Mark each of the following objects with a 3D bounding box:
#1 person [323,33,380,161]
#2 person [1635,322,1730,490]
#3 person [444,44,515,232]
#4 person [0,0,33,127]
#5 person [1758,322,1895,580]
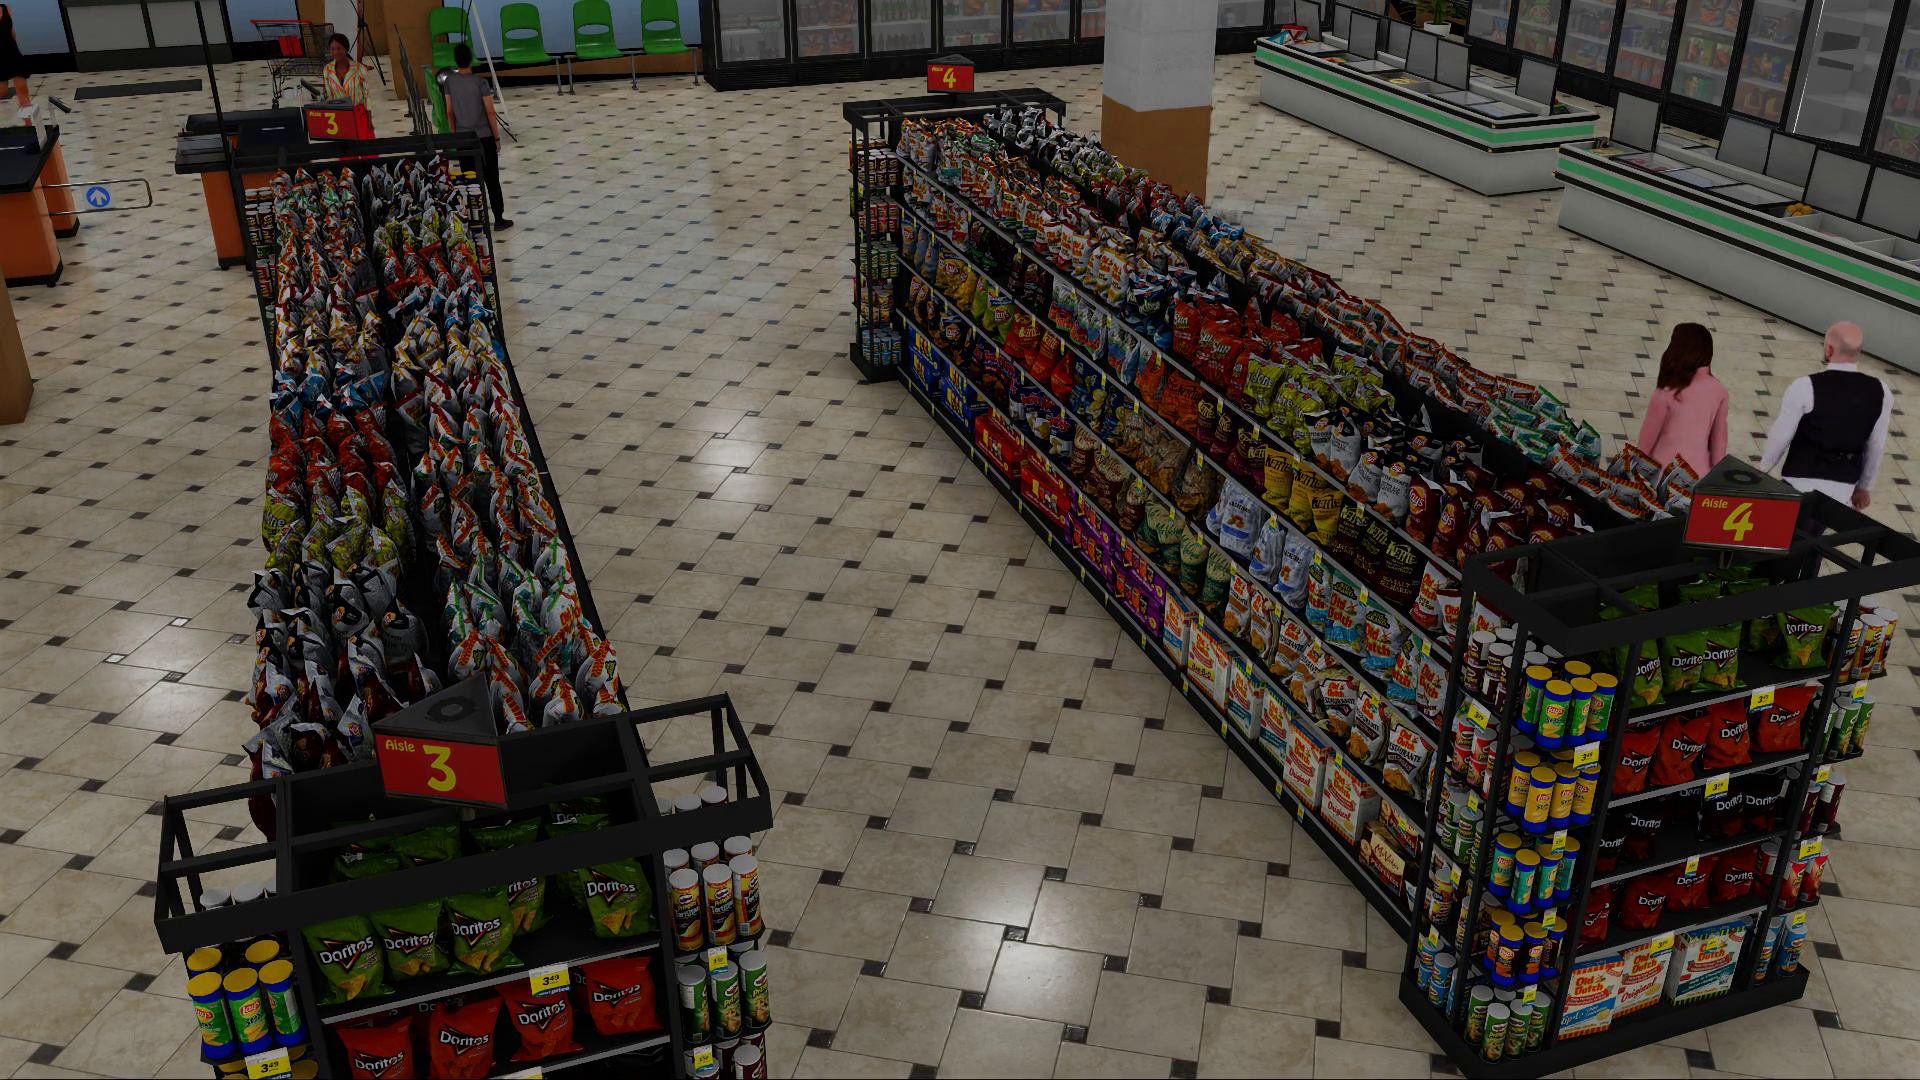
[{"bbox_3d":[-5.898,-4.020,16.196,0.629,1.795,0.592,-3,27,-7],"label":"person"},{"bbox_3d":[3.780,-0.197,8.712,0.723,1.745,1.202,-5,27,-10],"label":"person"},{"bbox_3d":[-4.637,-3.839,15.885,0.703,1.754,0.685,3,27,5],"label":"person"},{"bbox_3d":[-10.985,-5.472,19.033,1.114,1.817,1.003,14,30,26],"label":"person"},{"bbox_3d":[4.498,-0.216,8.686,0.801,1.803,0.841,-1,27,-2],"label":"person"}]
